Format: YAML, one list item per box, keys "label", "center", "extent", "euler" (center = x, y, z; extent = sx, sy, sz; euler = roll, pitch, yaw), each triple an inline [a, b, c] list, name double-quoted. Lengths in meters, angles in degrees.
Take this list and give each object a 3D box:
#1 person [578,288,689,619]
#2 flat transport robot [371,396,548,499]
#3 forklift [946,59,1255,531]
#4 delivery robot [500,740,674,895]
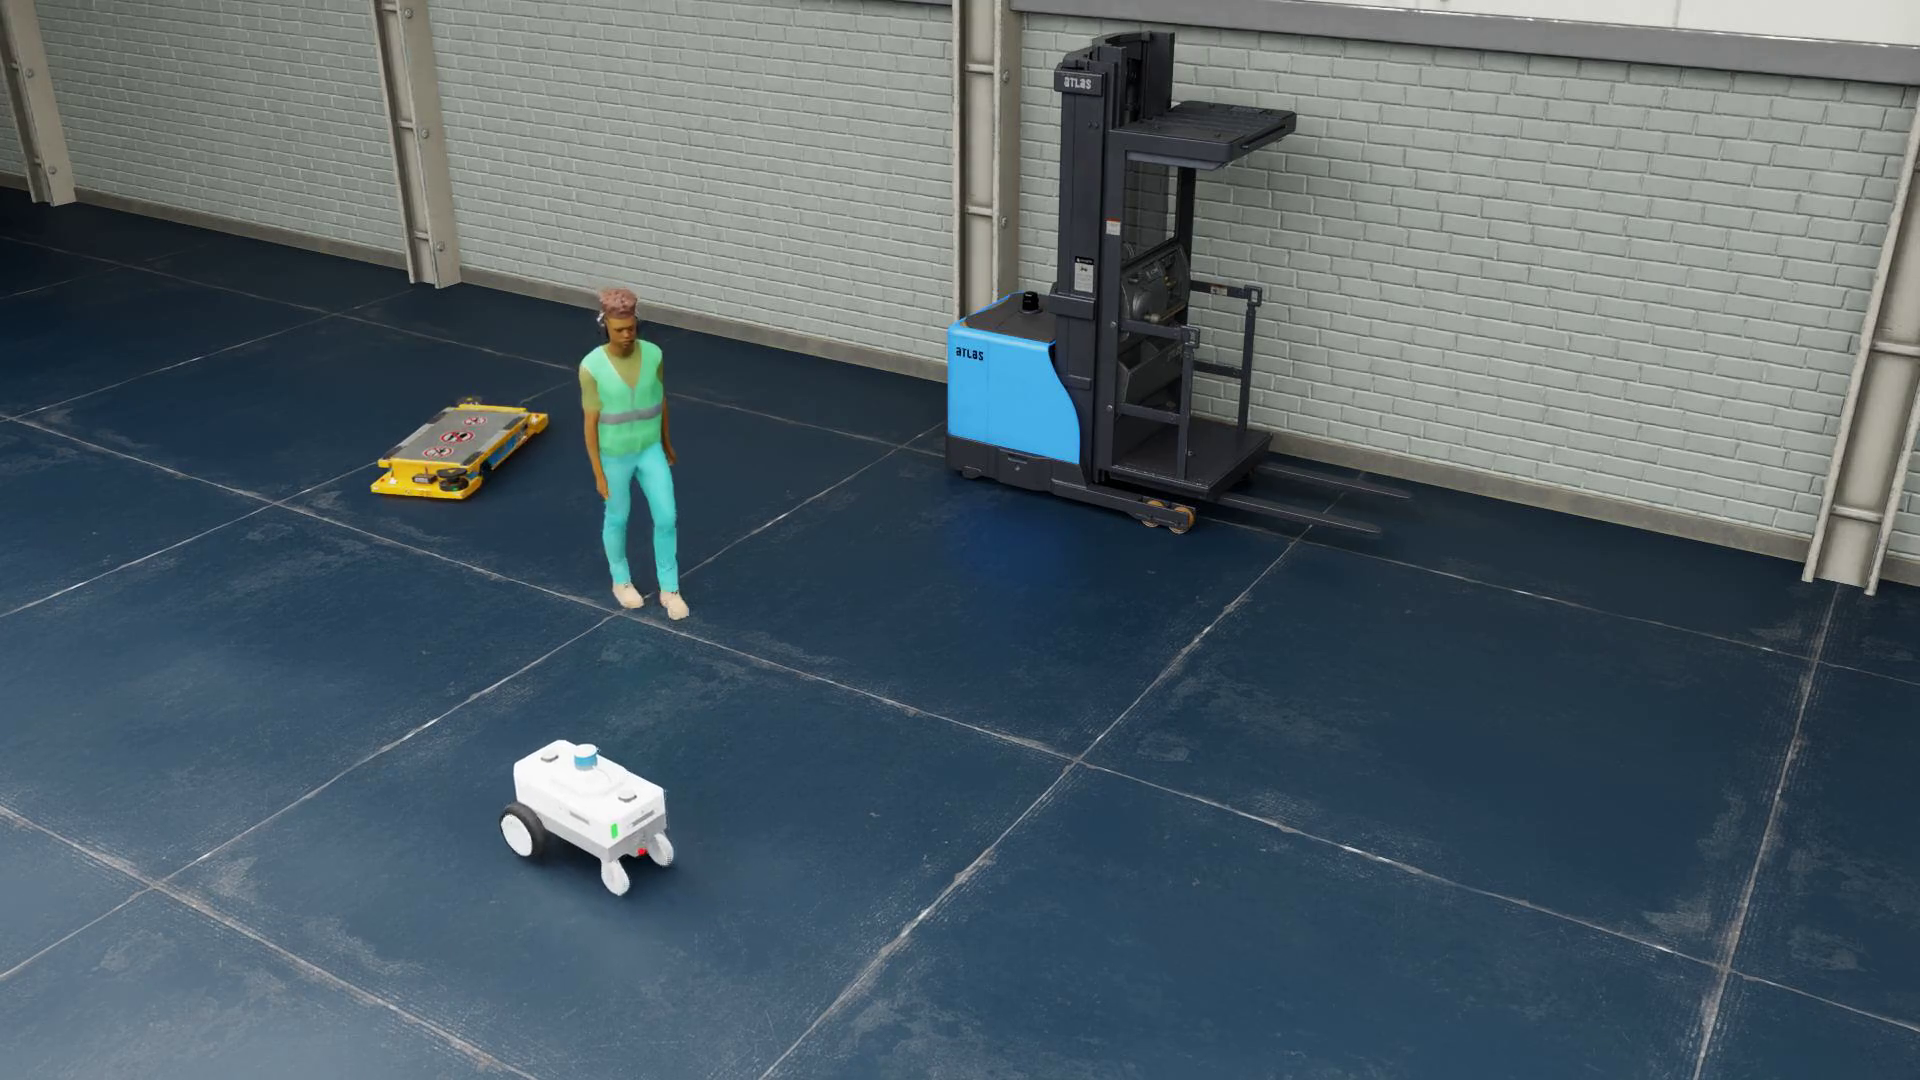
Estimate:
- label: "person"
  center: [-1.800, -0.460, 9.270]
  extent: [0.568, 1.947, 0.780]
  euler: [-15, 29, -28]
- label: "flat transport robot"
  center: [-3.477, -0.653, 11.639]
  extent: [0.659, 0.231, 1.431]
  euler: [4, 26, 9]
- label: "forklift"
  center: [0.933, -1.707, 10.833]
  extent: [1.873, 2.768, 1.129]
  euler: [15, 29, 28]
- label: "delivery robot"
  center: [-1.659, 1.191, 7.423]
  extent: [0.814, 0.611, 0.499]
  euler: [18, 31, 33]
